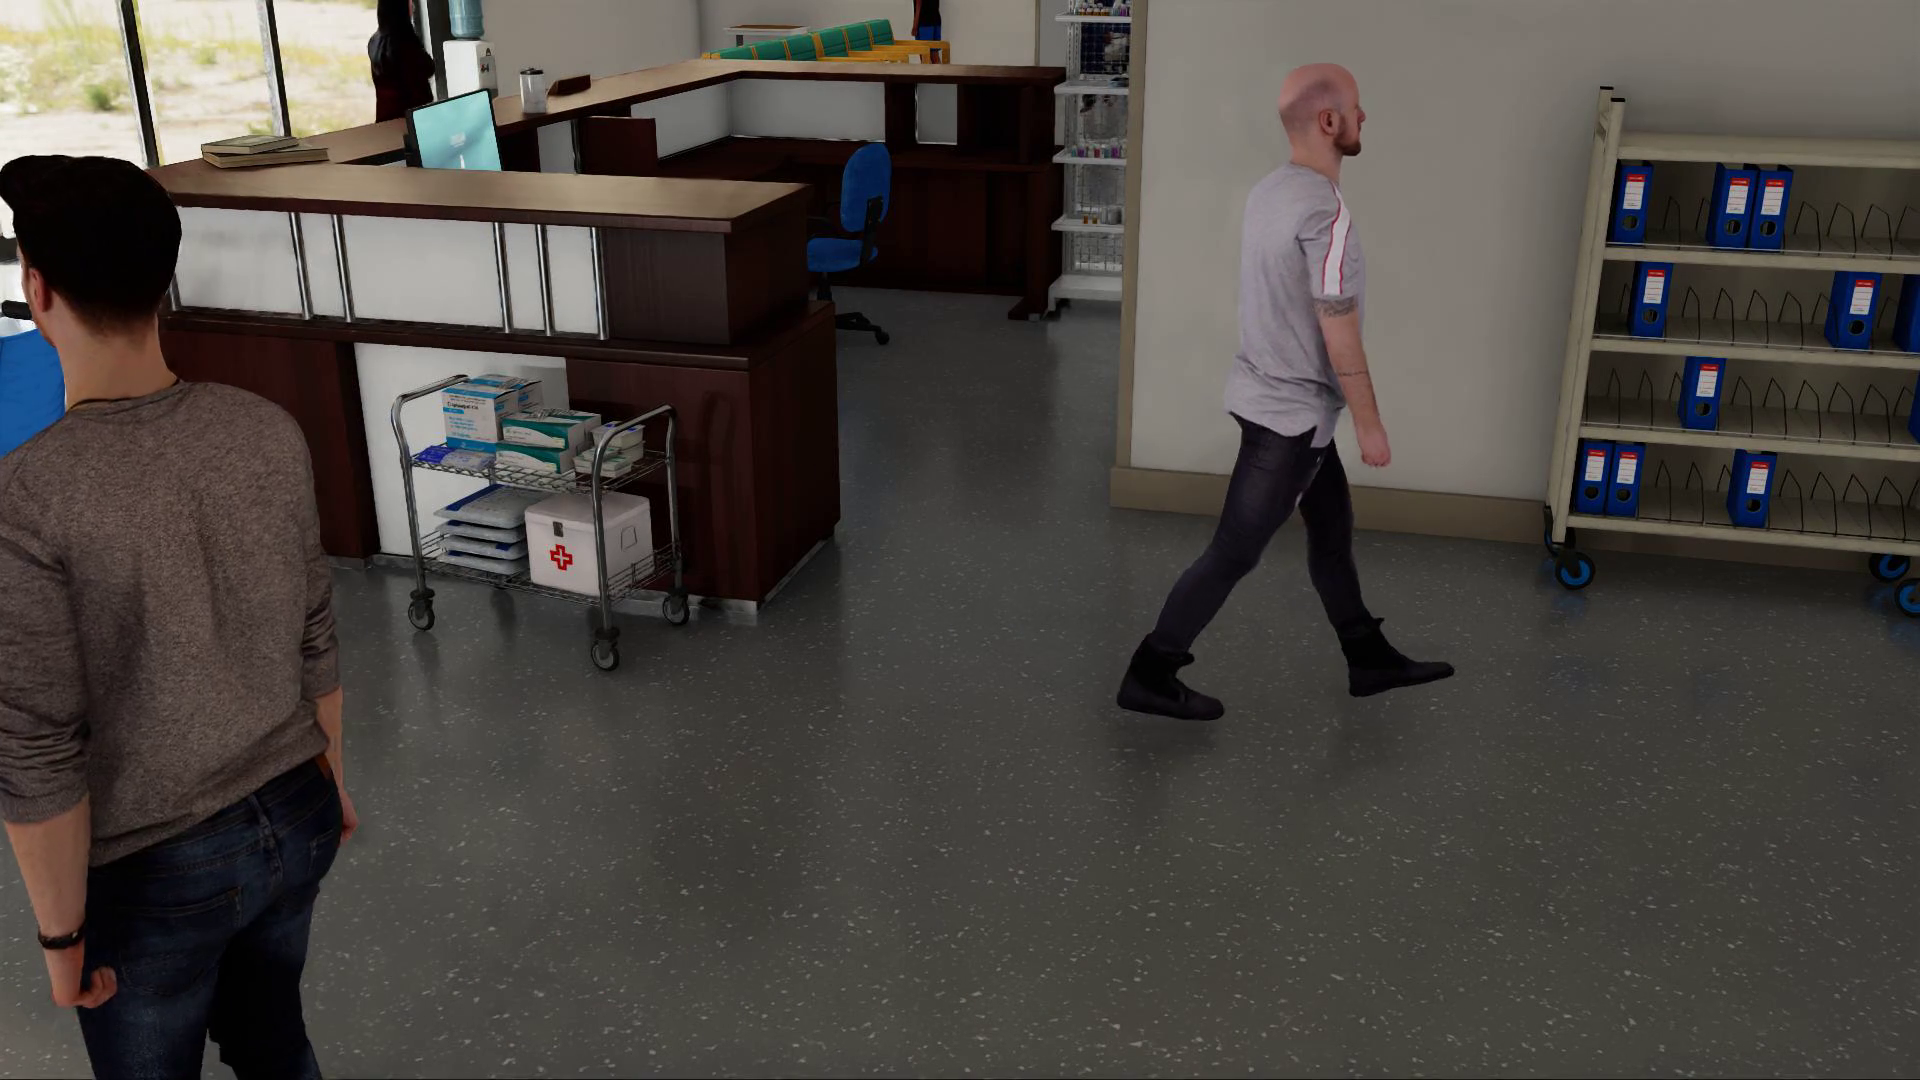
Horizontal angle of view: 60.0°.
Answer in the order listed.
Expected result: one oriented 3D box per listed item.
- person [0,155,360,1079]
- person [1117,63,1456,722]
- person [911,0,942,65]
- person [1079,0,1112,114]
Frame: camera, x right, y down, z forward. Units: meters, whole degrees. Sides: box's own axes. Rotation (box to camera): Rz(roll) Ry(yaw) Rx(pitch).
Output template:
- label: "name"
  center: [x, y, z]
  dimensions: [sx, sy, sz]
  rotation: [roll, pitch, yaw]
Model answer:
- label: "person"
  center: [-1.006, 0.445, 2.319]
  dimensions: [1.046, 1.886, 0.864]
  rotation: [13, 24, 31]
- label: "person"
  center: [0.784, -0.305, 4.445]
  dimensions: [1.303, 1.783, 0.918]
  rotation: [-1, 21, -2]
- label: "person"
  center: [-0.390, -6.335, 20.343]
  dimensions: [0.717, 1.800, 0.701]
  rotation: [17, 26, 37]
- label: "person"
  center: [1.508, -5.799, 18.915]
  dimensions: [0.841, 1.809, 0.867]
  rotation: [11, 23, 27]
